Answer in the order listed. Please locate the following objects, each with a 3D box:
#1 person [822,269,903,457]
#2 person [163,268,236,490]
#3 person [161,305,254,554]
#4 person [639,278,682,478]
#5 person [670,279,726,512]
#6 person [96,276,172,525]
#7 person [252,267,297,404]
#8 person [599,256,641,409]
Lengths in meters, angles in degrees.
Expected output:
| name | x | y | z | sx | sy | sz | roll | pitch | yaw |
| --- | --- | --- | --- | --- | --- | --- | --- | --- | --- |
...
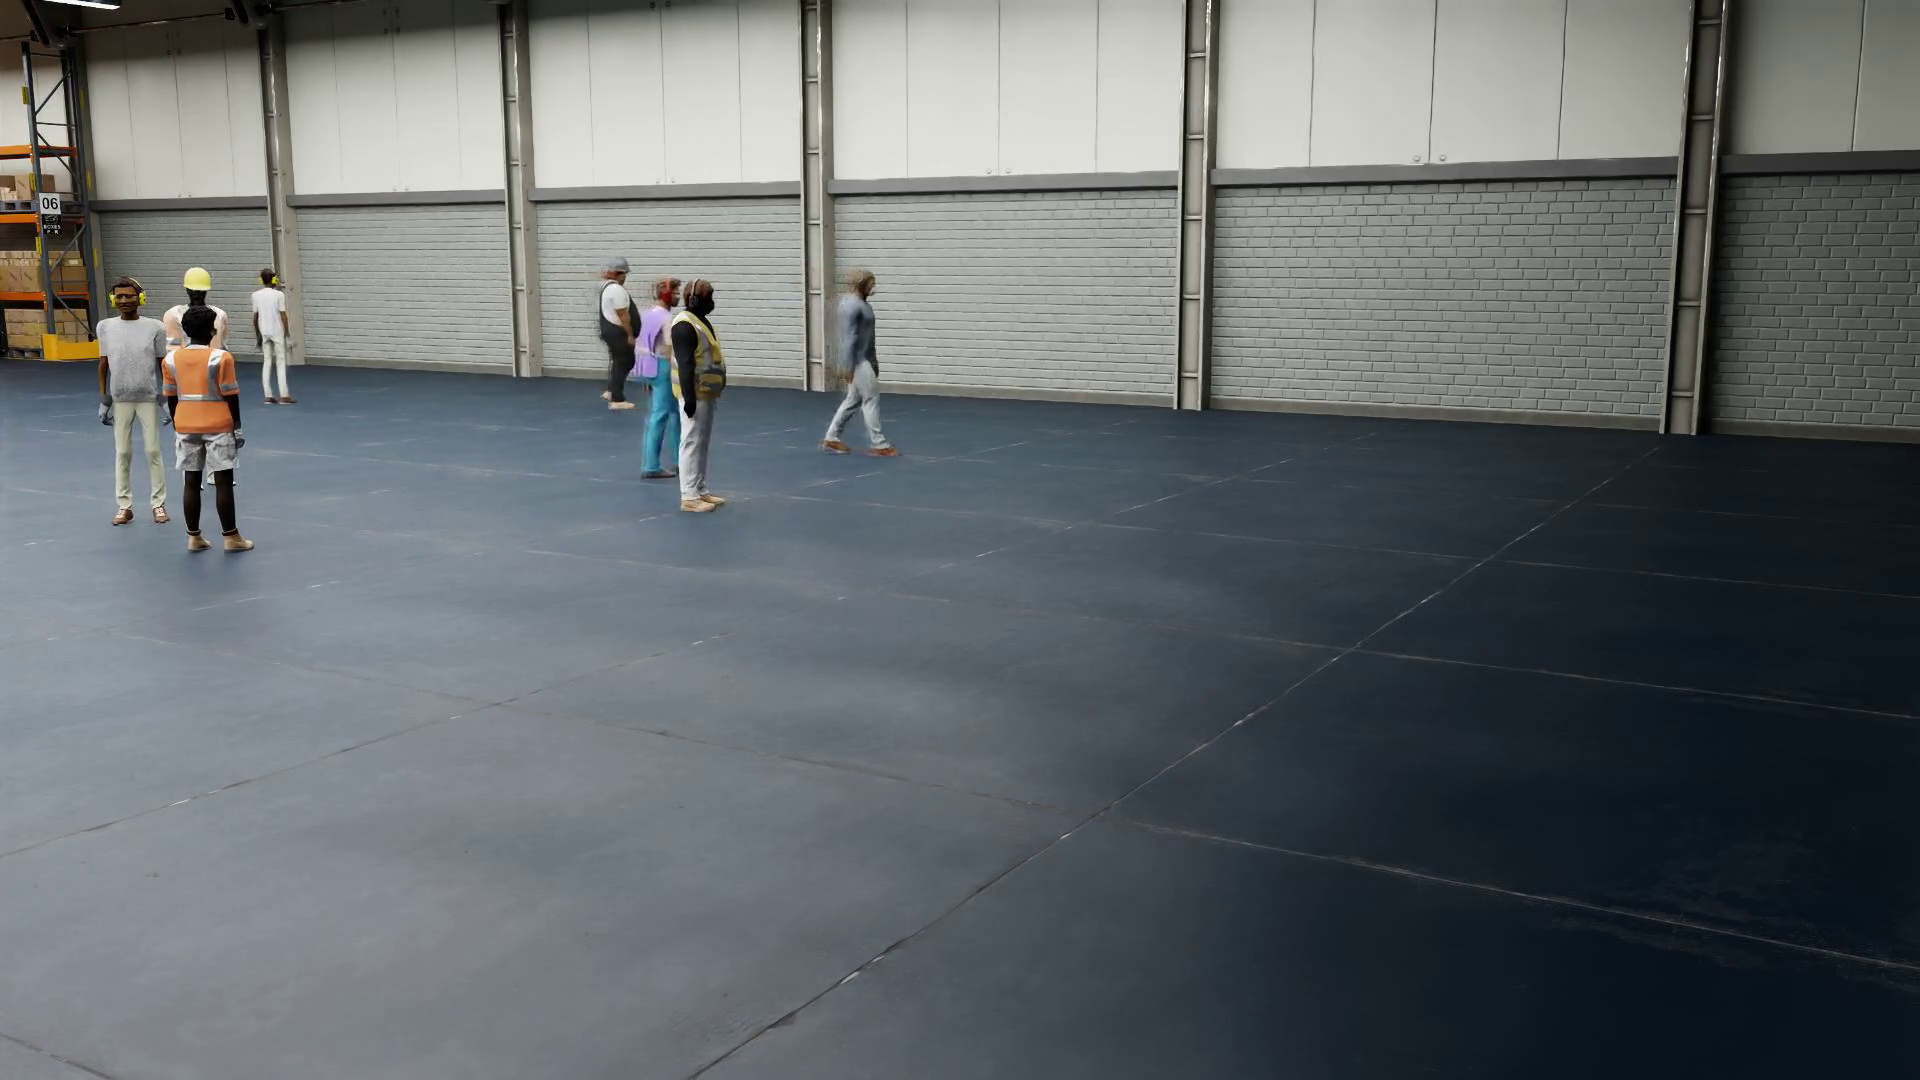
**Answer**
| name | x | y | z | sx | sy | sz | roll | pitch | yaw |
| --- | --- | --- | --- | --- | --- | --- | --- | --- | --- |
| person | -1.026 | -1.770 | 16.809 | 0.892 | 1.921 | 0.645 | 1 | 10 | 7 |
| person | -6.587 | -1.397 | 14.469 | 0.386 | 1.920 | 0.590 | 6 | 11 | 32 |
| person | -5.125 | -0.744 | 11.313 | 0.531 | 1.692 | 0.320 | 1 | 10 | 6 |
| person | -2.581 | -1.472 | 15.189 | 0.753 | 1.817 | 0.610 | -4 | 11 | -24 |
| person | -2.076 | -1.152 | 13.265 | 0.429 | 1.841 | 0.634 | 1 | 10 | 6 |
| person | -6.230 | -1.048 | 12.569 | 0.521 | 1.874 | 0.328 | -3 | 10 | -19 |
| person | -9.413 | -2.790 | 22.801 | 0.530 | 1.862 | 0.307 | 2 | 10 | 11 |
| person | -4.491 | -2.750 | 22.039 | 0.536 | 2.000 | 0.692 | -3 | 10 | -18 |
